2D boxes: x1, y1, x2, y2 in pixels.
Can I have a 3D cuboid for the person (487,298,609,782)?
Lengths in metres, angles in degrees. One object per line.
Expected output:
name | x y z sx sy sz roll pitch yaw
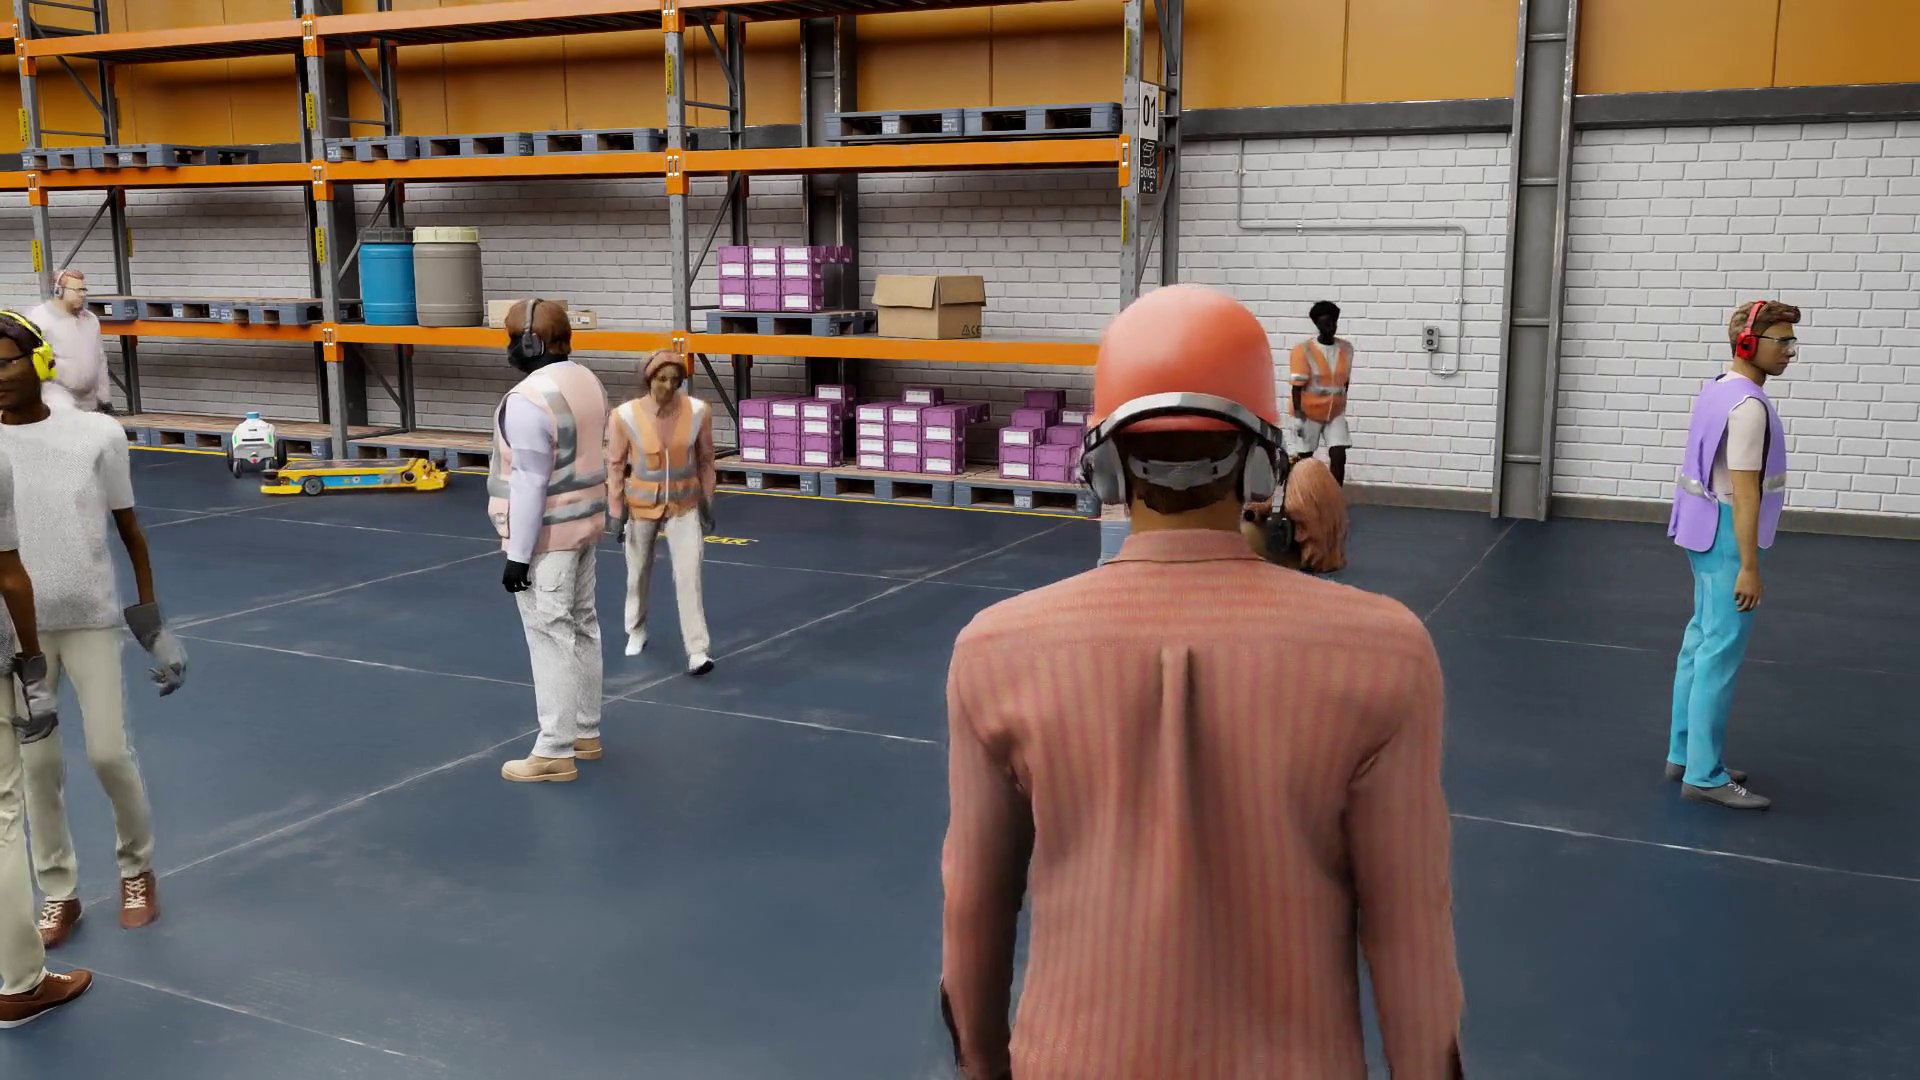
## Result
person | -1.581 0.001 6.379 0.429 1.843 0.627 2 10 10

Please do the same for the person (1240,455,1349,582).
person | 0.642 0.641 3.316 0.359 1.627 0.536 4 11 23

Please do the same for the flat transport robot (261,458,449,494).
flat transport robot | -5.080 -0.550 14.025 1.431 0.197 0.652 -2 10 -13

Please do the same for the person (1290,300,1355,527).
person | 2.598 -0.900 12.022 0.548 1.654 0.675 -3 10 -16

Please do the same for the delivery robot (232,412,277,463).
delivery robot | -6.367 -0.911 15.010 0.477 0.478 0.707 -4 11 -20

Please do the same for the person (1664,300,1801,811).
person | 2.807 0.047 6.107 0.374 1.840 0.569 2 10 13

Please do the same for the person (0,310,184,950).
person | -2.603 0.267 4.860 0.614 1.855 0.363 -3 10 -16

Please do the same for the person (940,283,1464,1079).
person | 0.292 0.676 2.113 0.657 1.974 0.520 2 10 12

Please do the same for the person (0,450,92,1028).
person | -2.605 0.346 4.307 0.512 1.877 0.328 0 10 -1

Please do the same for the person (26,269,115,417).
person | -6.545 -1.044 12.249 0.461 1.885 0.645 2 10 12

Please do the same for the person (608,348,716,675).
person | -1.426 -0.141 7.996 0.527 1.549 0.981 -3 10 -19
